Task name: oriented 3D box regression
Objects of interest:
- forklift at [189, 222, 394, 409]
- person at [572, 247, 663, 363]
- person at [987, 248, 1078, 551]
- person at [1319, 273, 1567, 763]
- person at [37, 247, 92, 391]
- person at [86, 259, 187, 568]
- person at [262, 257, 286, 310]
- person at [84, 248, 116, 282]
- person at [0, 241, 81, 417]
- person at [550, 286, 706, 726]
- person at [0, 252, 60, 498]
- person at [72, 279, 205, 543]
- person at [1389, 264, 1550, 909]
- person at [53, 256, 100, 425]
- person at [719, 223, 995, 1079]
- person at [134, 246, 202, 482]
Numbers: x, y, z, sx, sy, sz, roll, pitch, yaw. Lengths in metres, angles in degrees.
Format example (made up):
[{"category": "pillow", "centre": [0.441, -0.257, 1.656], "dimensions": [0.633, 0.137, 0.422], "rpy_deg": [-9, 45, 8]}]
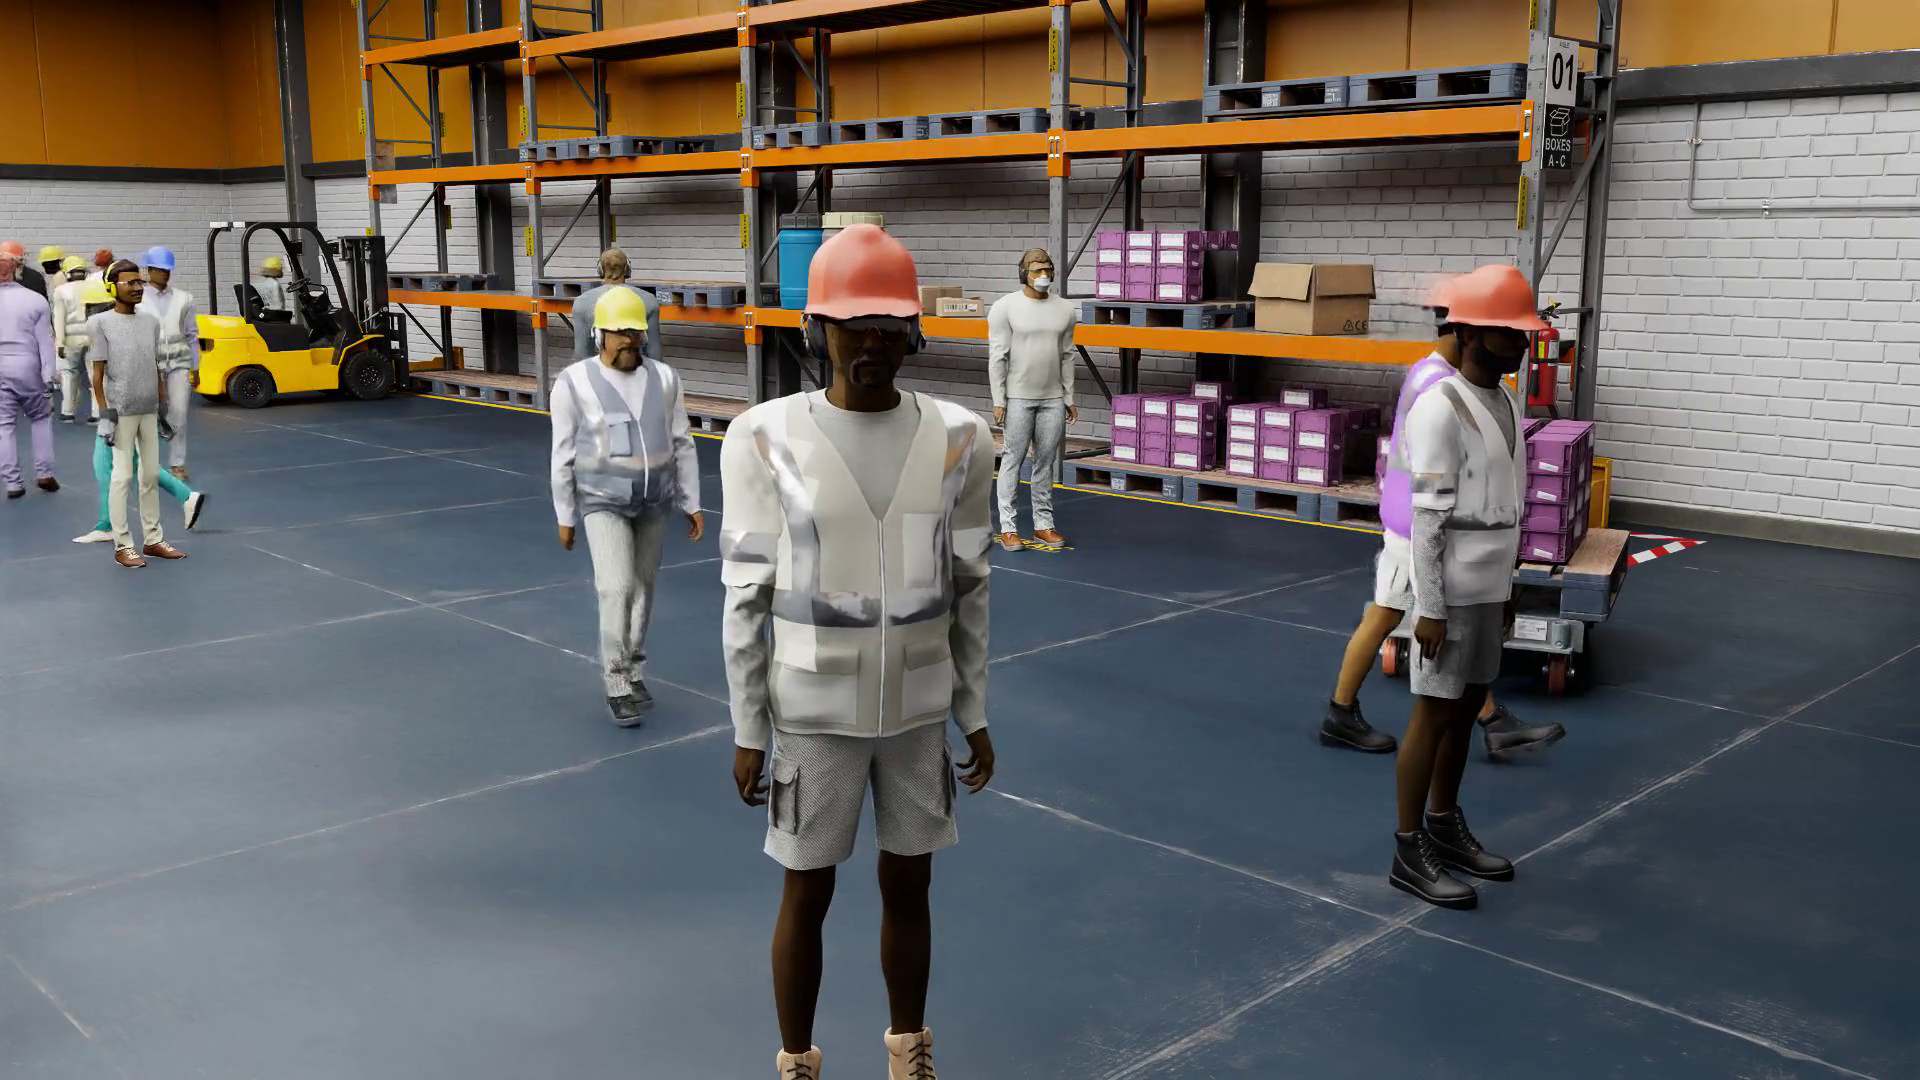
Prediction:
[{"category": "forklift", "centre": [-8.169, -2.758, 20.163], "dimensions": [2.313, 2.155, 1.214], "rpy_deg": [-10, 14, -44]}, {"category": "person", "centre": [-2.456, -1.129, 11.996], "dimensions": [0.628, 1.935, 0.373], "rpy_deg": [-2, 11, -11]}, {"category": "person", "centre": [0.479, -0.903, 10.743], "dimensions": [0.627, 1.940, 0.371], "rpy_deg": [-5, 12, -25]}, {"category": "person", "centre": [1.845, -0.061, 6.326], "dimensions": [0.957, 1.869, 0.585], "rpy_deg": [3, 11, 17]}, {"category": "person", "centre": [-11.540, -2.842, 21.515], "dimensions": [0.969, 1.870, 0.591], "rpy_deg": [-5, 12, -26]}, {"category": "person", "centre": [-5.075, -0.778, 10.240], "dimensions": [0.328, 1.877, 0.513], "rpy_deg": [4, 11, 23]}, {"category": "person", "centre": [-9.210, -2.922, 22.381], "dimensions": [0.391, 1.697, 0.508], "rpy_deg": [-8, 13, -36]}, {"category": "person", "centre": [-10.707, -2.730, 20.936], "dimensions": [0.584, 1.864, 0.802], "rpy_deg": [-2, 11, -12]}, {"category": "person", "centre": [-10.330, -2.343, 18.546], "dimensions": [0.650, 1.955, 0.616], "rpy_deg": [6, 12, 30]}, {"category": "person", "centre": [-1.343, -0.138, 6.941], "dimensions": [0.597, 1.810, 0.678], "rpy_deg": [-8, 13, -37]}, {"category": "person", "centre": [-7.370, -1.284, 12.963], "dimensions": [0.649, 1.884, 0.663], "rpy_deg": [-4, 11, -20]}, {"category": "person", "centre": [-5.513, -0.856, 11.040], "dimensions": [0.743, 1.746, 0.531], "rpy_deg": [-4, 11, -21]}, {"category": "person", "centre": [1.564, 0.140, 5.066], "dimensions": [0.373, 1.934, 0.551], "rpy_deg": [9, 14, 41]}, {"category": "person", "centre": [-9.440, -2.131, 17.819], "dimensions": [0.766, 1.796, 0.616], "rpy_deg": [8, 13, 37]}, {"category": "person", "centre": [-0.200, 0.358, 3.585], "dimensions": [0.607, 2.044, 0.371], "rpy_deg": [-4, 11, -19]}, {"category": "person", "centre": [-6.534, -1.430, 13.626], "dimensions": [0.628, 1.933, 0.472], "rpy_deg": [-9, 14, -41]}]
